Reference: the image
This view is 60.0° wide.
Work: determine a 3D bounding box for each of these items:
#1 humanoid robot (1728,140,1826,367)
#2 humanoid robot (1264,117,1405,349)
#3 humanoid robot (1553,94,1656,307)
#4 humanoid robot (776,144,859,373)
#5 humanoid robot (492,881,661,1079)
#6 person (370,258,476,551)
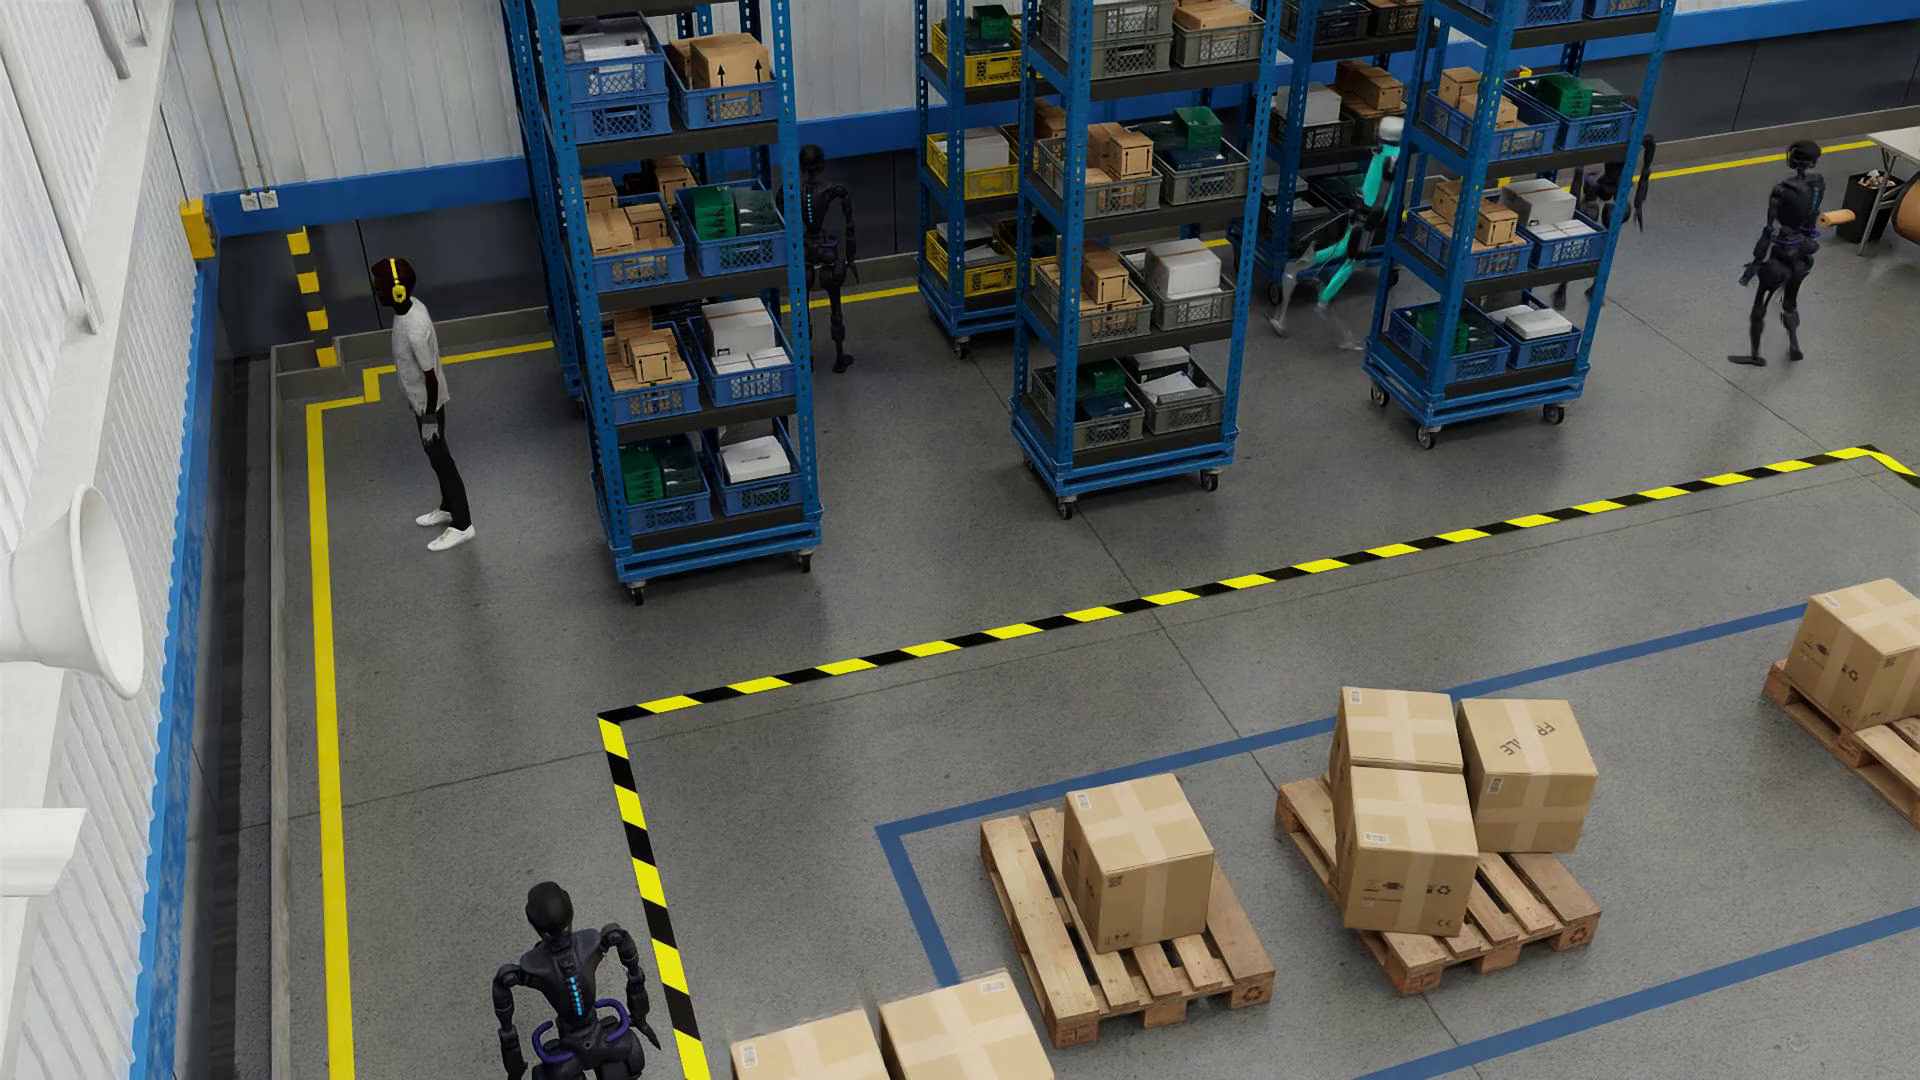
[{"bbox_3d":[5.825,-1.963,11.620,0.607,1.648,0.472,-18,39,-23],"label":"humanoid robot"},{"bbox_3d":[2.598,-2.171,11.884,0.995,1.755,0.551,5,35,7],"label":"humanoid robot"},{"bbox_3d":[4.813,-2.523,12.412,0.585,1.659,0.358,3,35,4],"label":"humanoid robot"},{"bbox_3d":[-1.007,-1.956,11.595,0.599,1.655,0.315,3,35,5],"label":"humanoid robot"},{"bbox_3d":[-1.402,1.890,6.139,0.599,1.659,0.315,-18,39,-23],"label":"humanoid robot"},{"bbox_3d":[-3.175,-0.800,9.800,0.327,1.871,0.515,-15,38,-21],"label":"person"}]
